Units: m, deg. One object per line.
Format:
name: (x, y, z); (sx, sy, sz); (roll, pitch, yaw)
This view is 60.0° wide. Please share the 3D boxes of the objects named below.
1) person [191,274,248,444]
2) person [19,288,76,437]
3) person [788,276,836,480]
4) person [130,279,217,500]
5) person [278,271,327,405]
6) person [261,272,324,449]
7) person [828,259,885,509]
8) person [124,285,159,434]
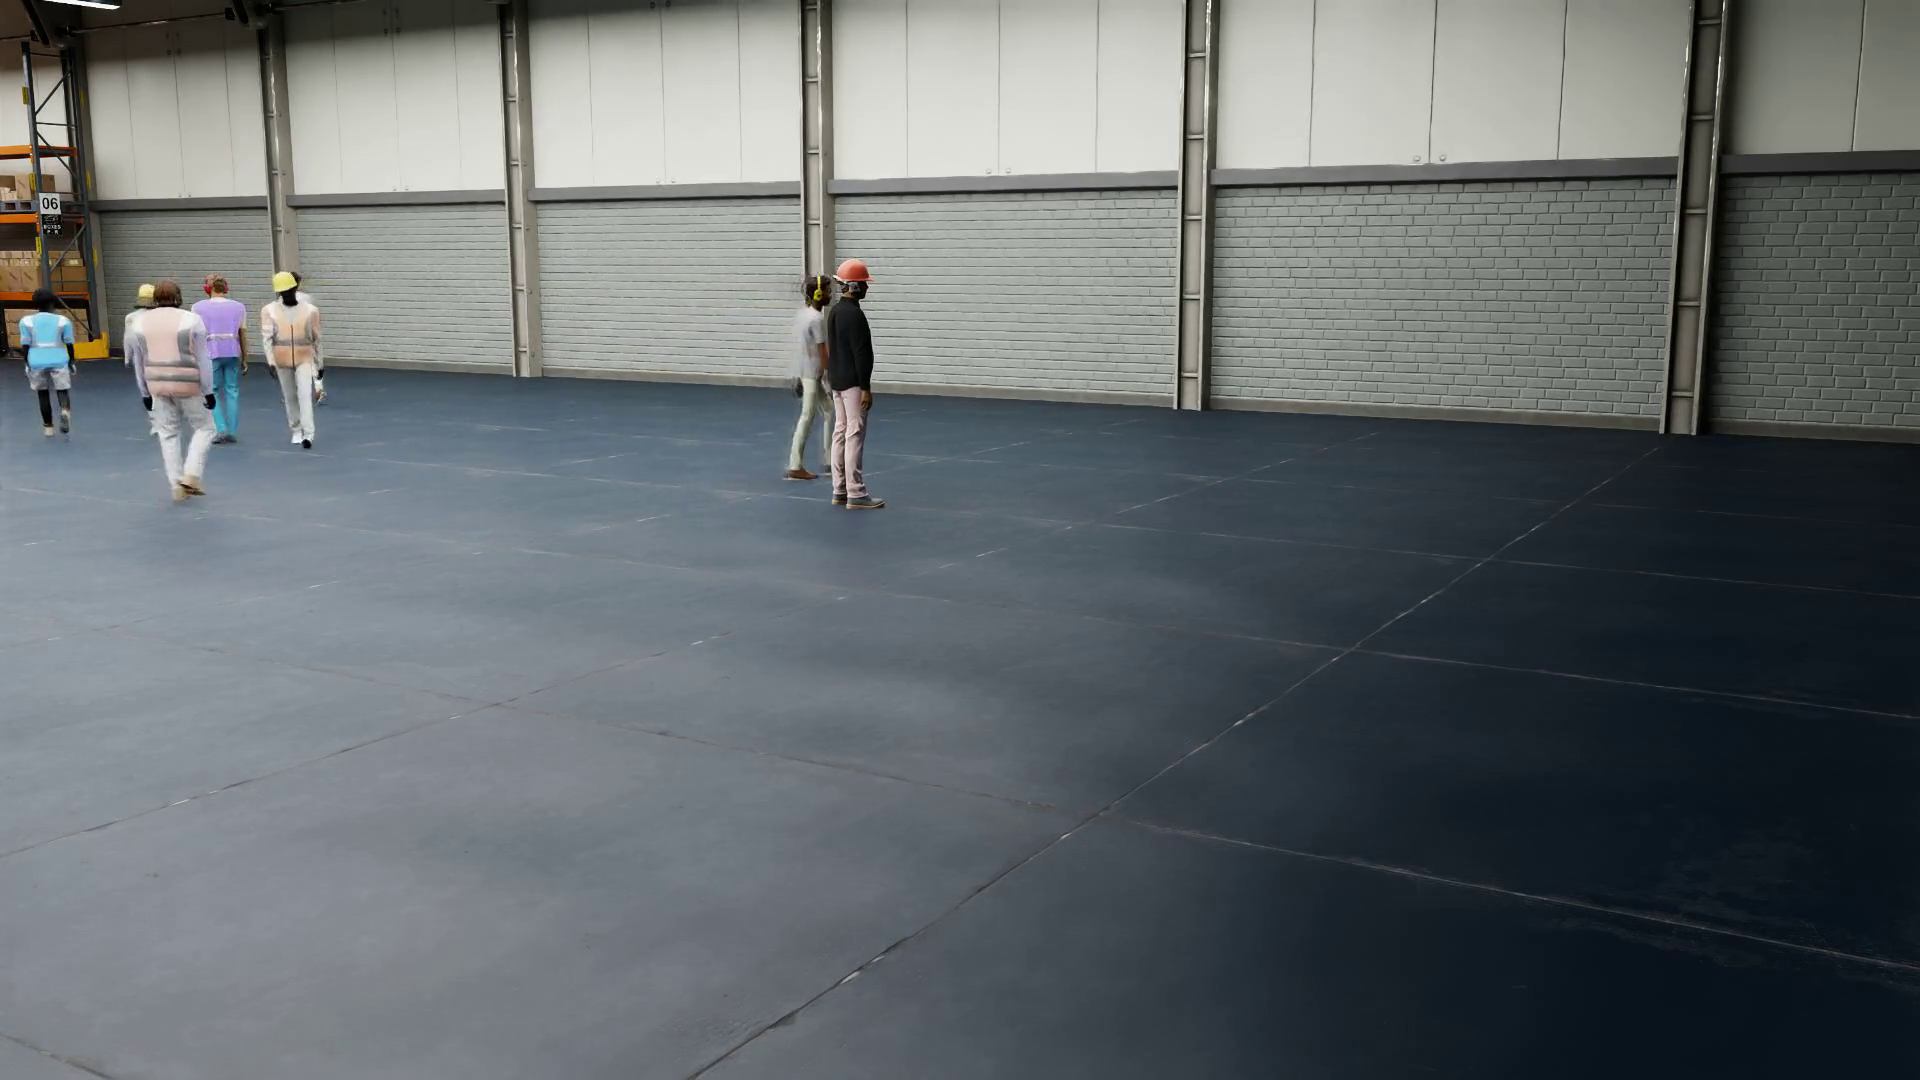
person: (-7.979, -1.949, 17.966); (0.575, 1.830, 0.450); (-8, 12, -38)
person: (-10.086, -1.951, 18.428); (0.538, 1.678, 0.590); (-6, 11, -32)
person: (-1.218, -1.452, 15.022); (0.796, 1.840, 0.504); (-2, 10, -12)
person: (-6.477, -1.230, 13.741); (0.659, 1.831, 0.434); (0, 10, 1)
person: (-8.969, -2.738, 22.596); (0.911, 1.834, 0.519); (9, 13, 41)
person: (-7.063, -1.902, 17.640); (0.587, 1.856, 1.067); (-4, 10, -21)
person: (-0.862, -1.247, 13.377); (0.378, 1.995, 0.612); (-5, 11, -26)
person: (-9.271, -2.068, 19.049); (0.499, 1.702, 0.890); (-7, 12, -35)
